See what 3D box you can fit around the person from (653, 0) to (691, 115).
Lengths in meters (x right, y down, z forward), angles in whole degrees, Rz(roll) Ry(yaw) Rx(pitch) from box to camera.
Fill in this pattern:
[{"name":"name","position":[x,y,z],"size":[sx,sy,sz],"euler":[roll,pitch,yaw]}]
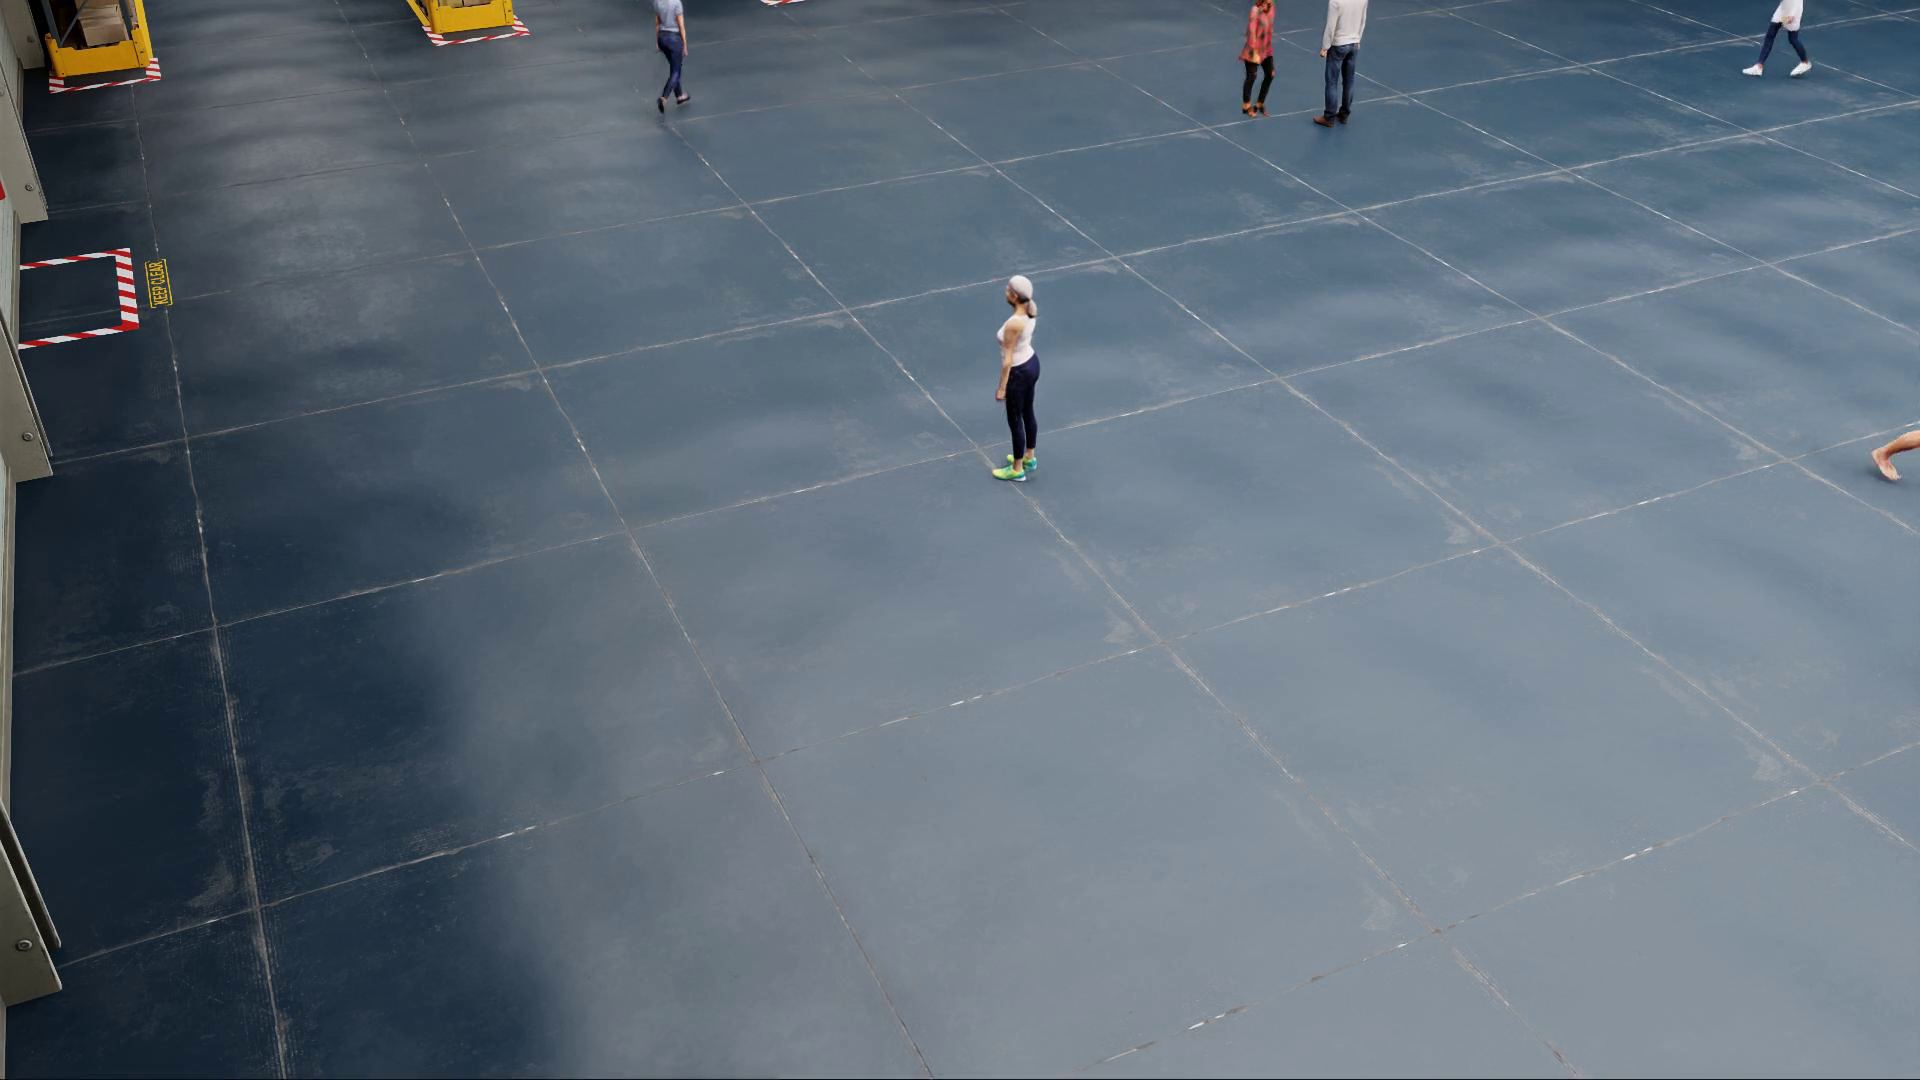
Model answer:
[{"name":"person","position":[-3.620,-6.134,20.617],"size":[1.055,1.691,1.051],"euler":[14,36,21]}]

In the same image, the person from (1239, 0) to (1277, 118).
[{"name":"person","position":[3.608,-6.039,20.482],"size":[0.696,1.678,0.694],"euler":[-25,40,-33]}]

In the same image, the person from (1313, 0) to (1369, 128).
[{"name":"person","position":[4.652,-5.998,20.215],"size":[0.722,1.900,0.613],"euler":[-16,36,-23]}]

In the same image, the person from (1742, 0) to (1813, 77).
[{"name":"person","position":[10.961,-6.921,21.780],"size":[0.991,1.742,1.151],"euler":[-1,33,-2]}]

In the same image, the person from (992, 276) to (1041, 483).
[{"name":"person","position":[0.494,-1.289,13.157],"size":[0.724,1.701,0.675],"euler":[13,35,19]}]
